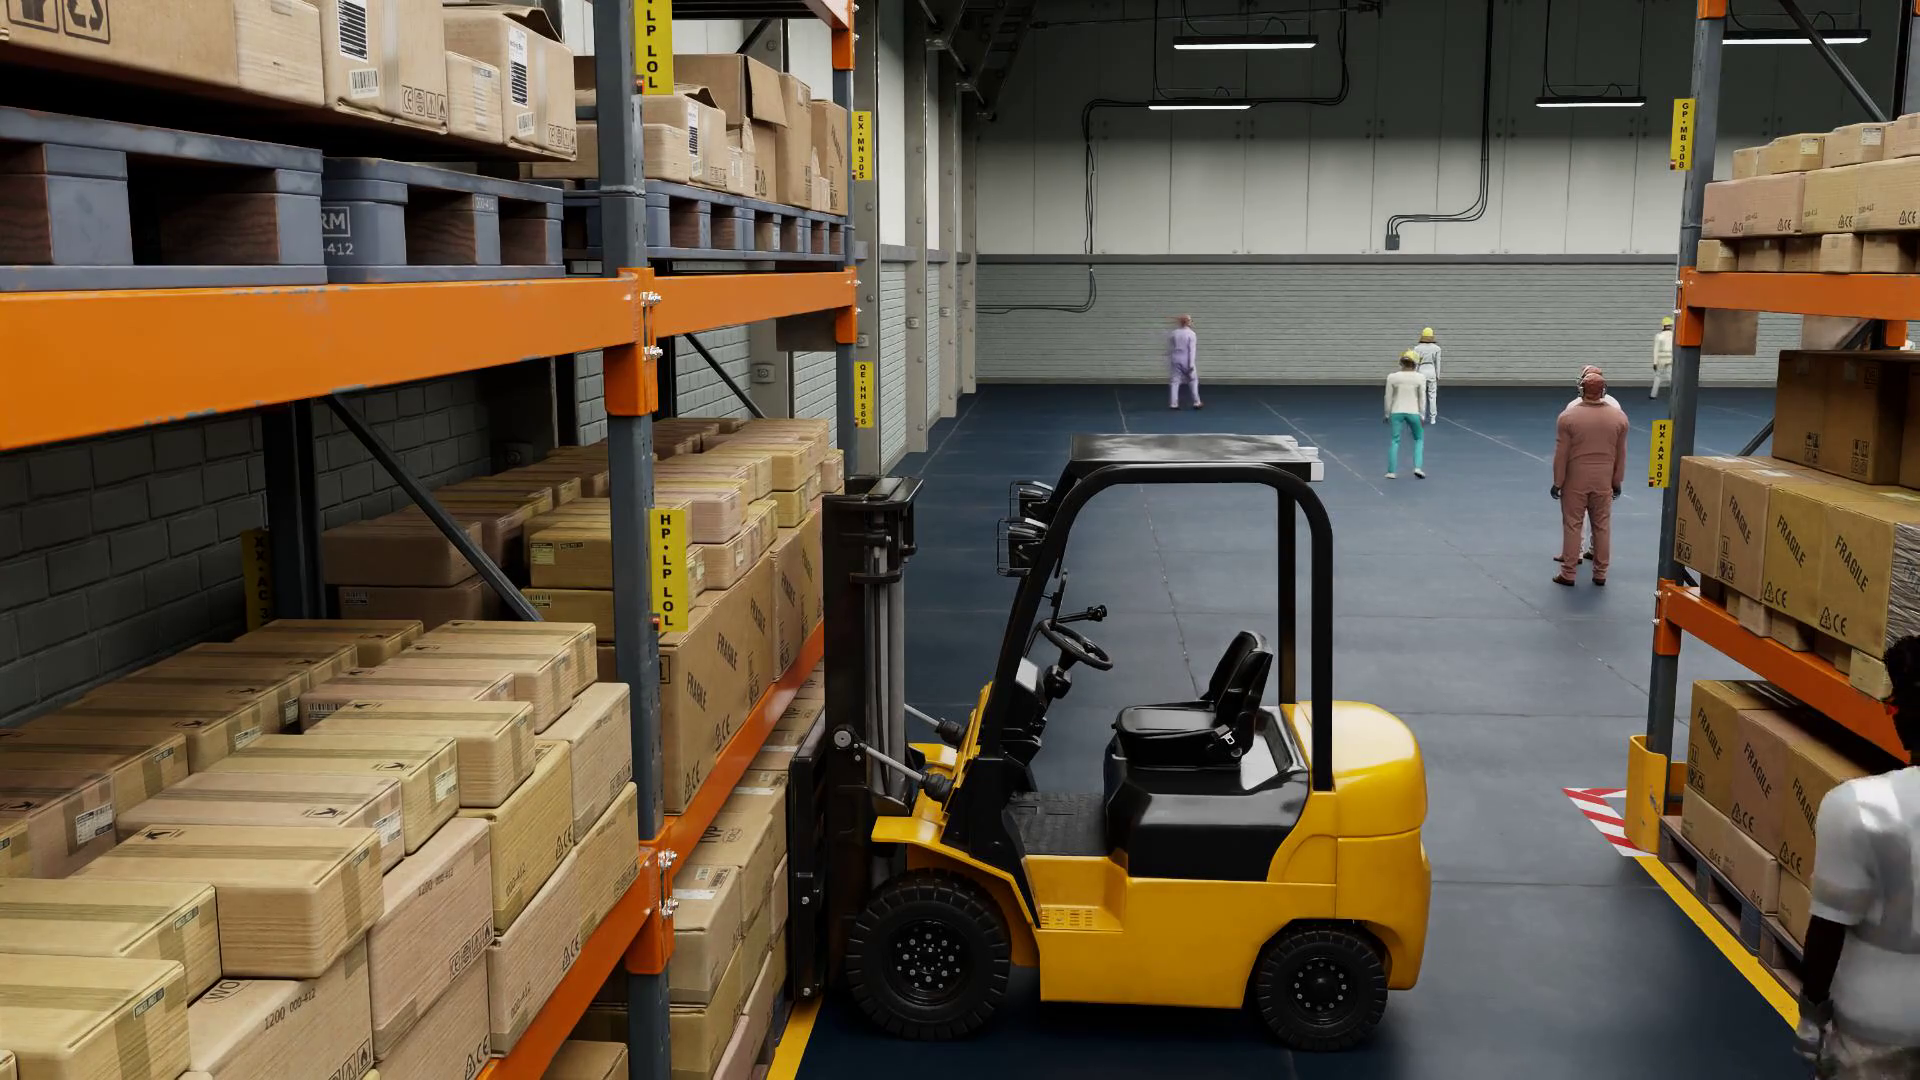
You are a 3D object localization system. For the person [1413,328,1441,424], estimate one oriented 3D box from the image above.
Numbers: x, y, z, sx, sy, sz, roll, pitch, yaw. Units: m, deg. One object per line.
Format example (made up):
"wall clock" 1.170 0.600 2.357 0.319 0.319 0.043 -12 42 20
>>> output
"person" 8.450 -2.976 30.172 0.488 1.743 0.321 1 9 6

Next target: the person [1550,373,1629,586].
"person" 5.608 -0.535 14.886 0.651 1.906 0.409 0 9 -1

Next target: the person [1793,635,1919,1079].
"person" 2.475 1.197 4.257 0.639 1.949 0.602 1 9 4

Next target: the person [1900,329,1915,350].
"person" 18.789 -3.424 33.236 0.509 1.629 0.314 1 9 4

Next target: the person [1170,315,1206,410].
"person" 4.532 -3.517 33.058 0.905 1.877 0.650 -8 12 -41

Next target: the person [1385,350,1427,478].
"person" 6.022 -1.676 22.356 0.613 1.742 0.392 4 10 21

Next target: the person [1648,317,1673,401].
"person" 14.845 -3.788 34.946 0.606 1.797 0.885 0 9 -3

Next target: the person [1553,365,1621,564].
"person" 6.016 -0.722 16.019 0.639 1.910 0.407 -4 10 -24
